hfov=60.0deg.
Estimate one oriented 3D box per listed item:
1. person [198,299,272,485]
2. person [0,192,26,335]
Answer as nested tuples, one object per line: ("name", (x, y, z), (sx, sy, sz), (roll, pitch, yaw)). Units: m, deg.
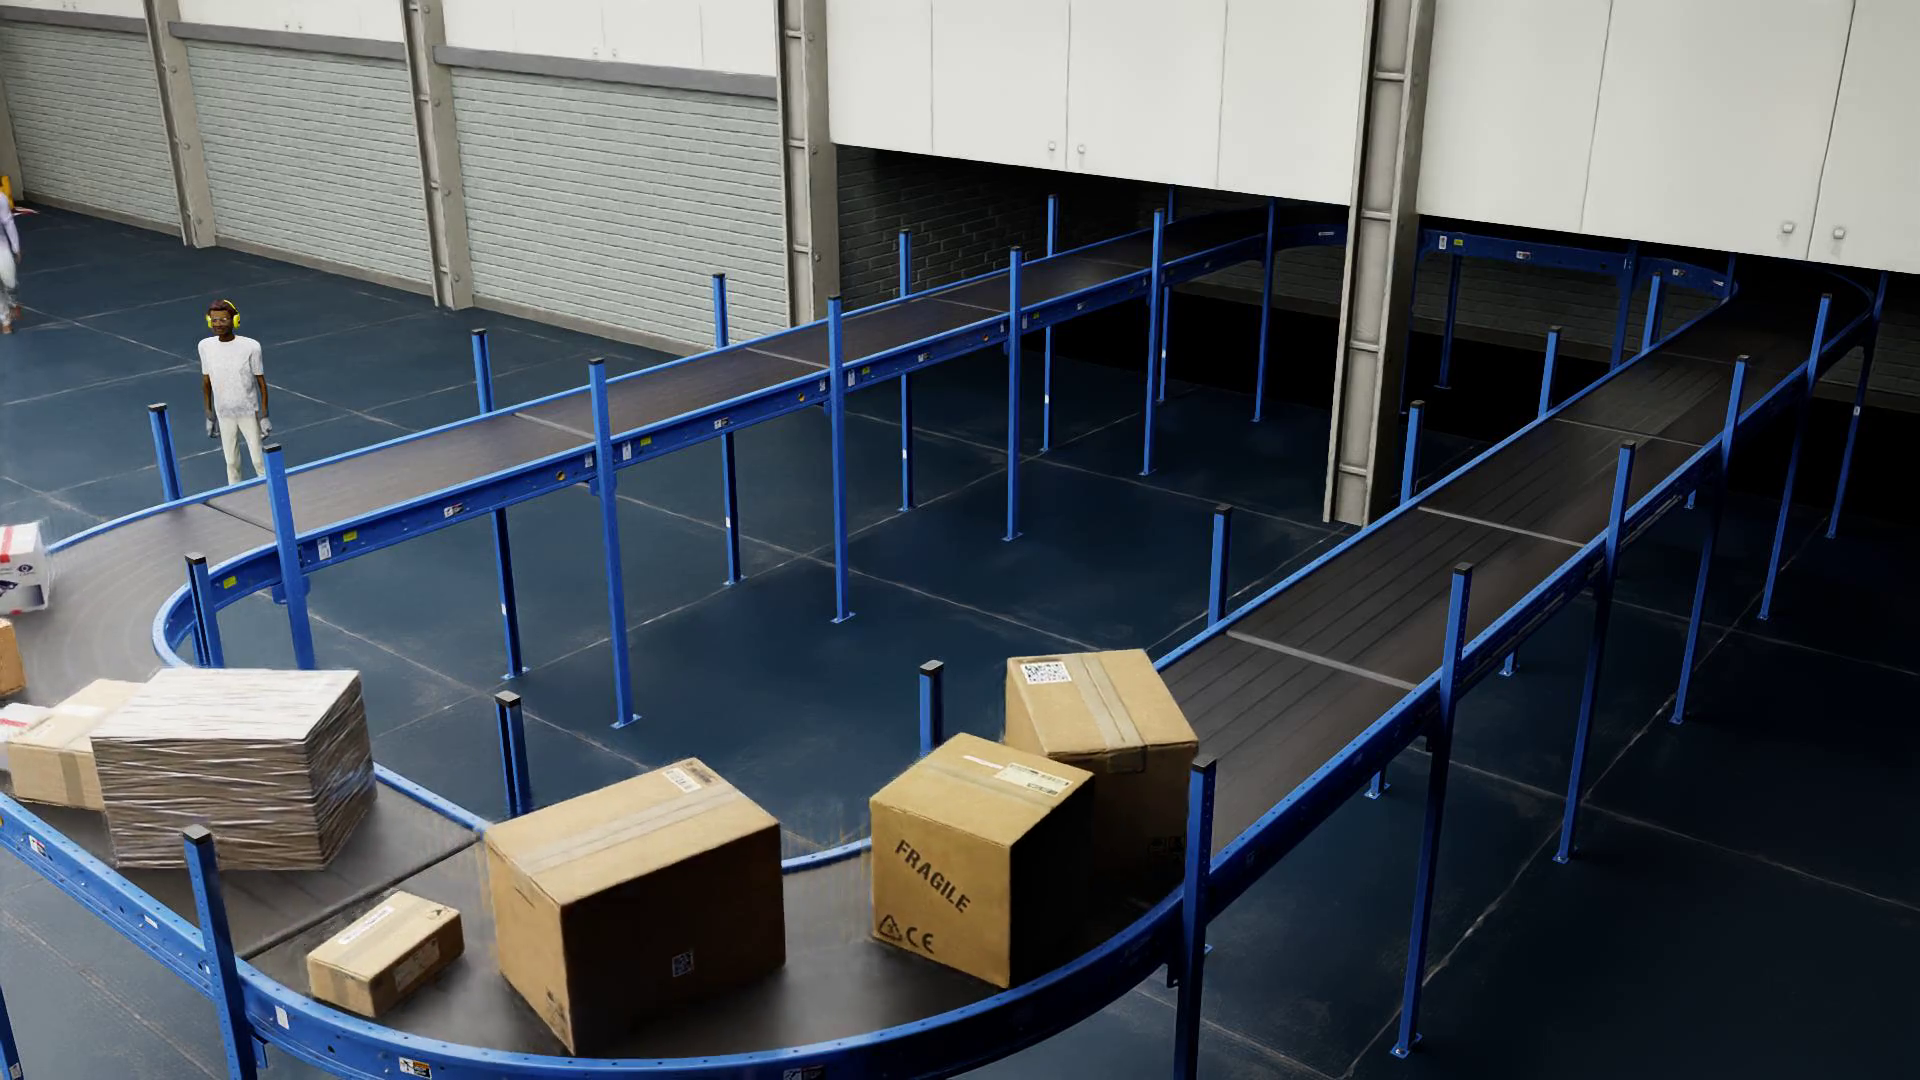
("person", (-5.702, -0.979, 13.120), (0.513, 1.877, 0.328), (-1, 22, -3))
("person", (-11.094, -3.315, 19.004), (0.646, 1.912, 0.521), (-10, 24, -24))
